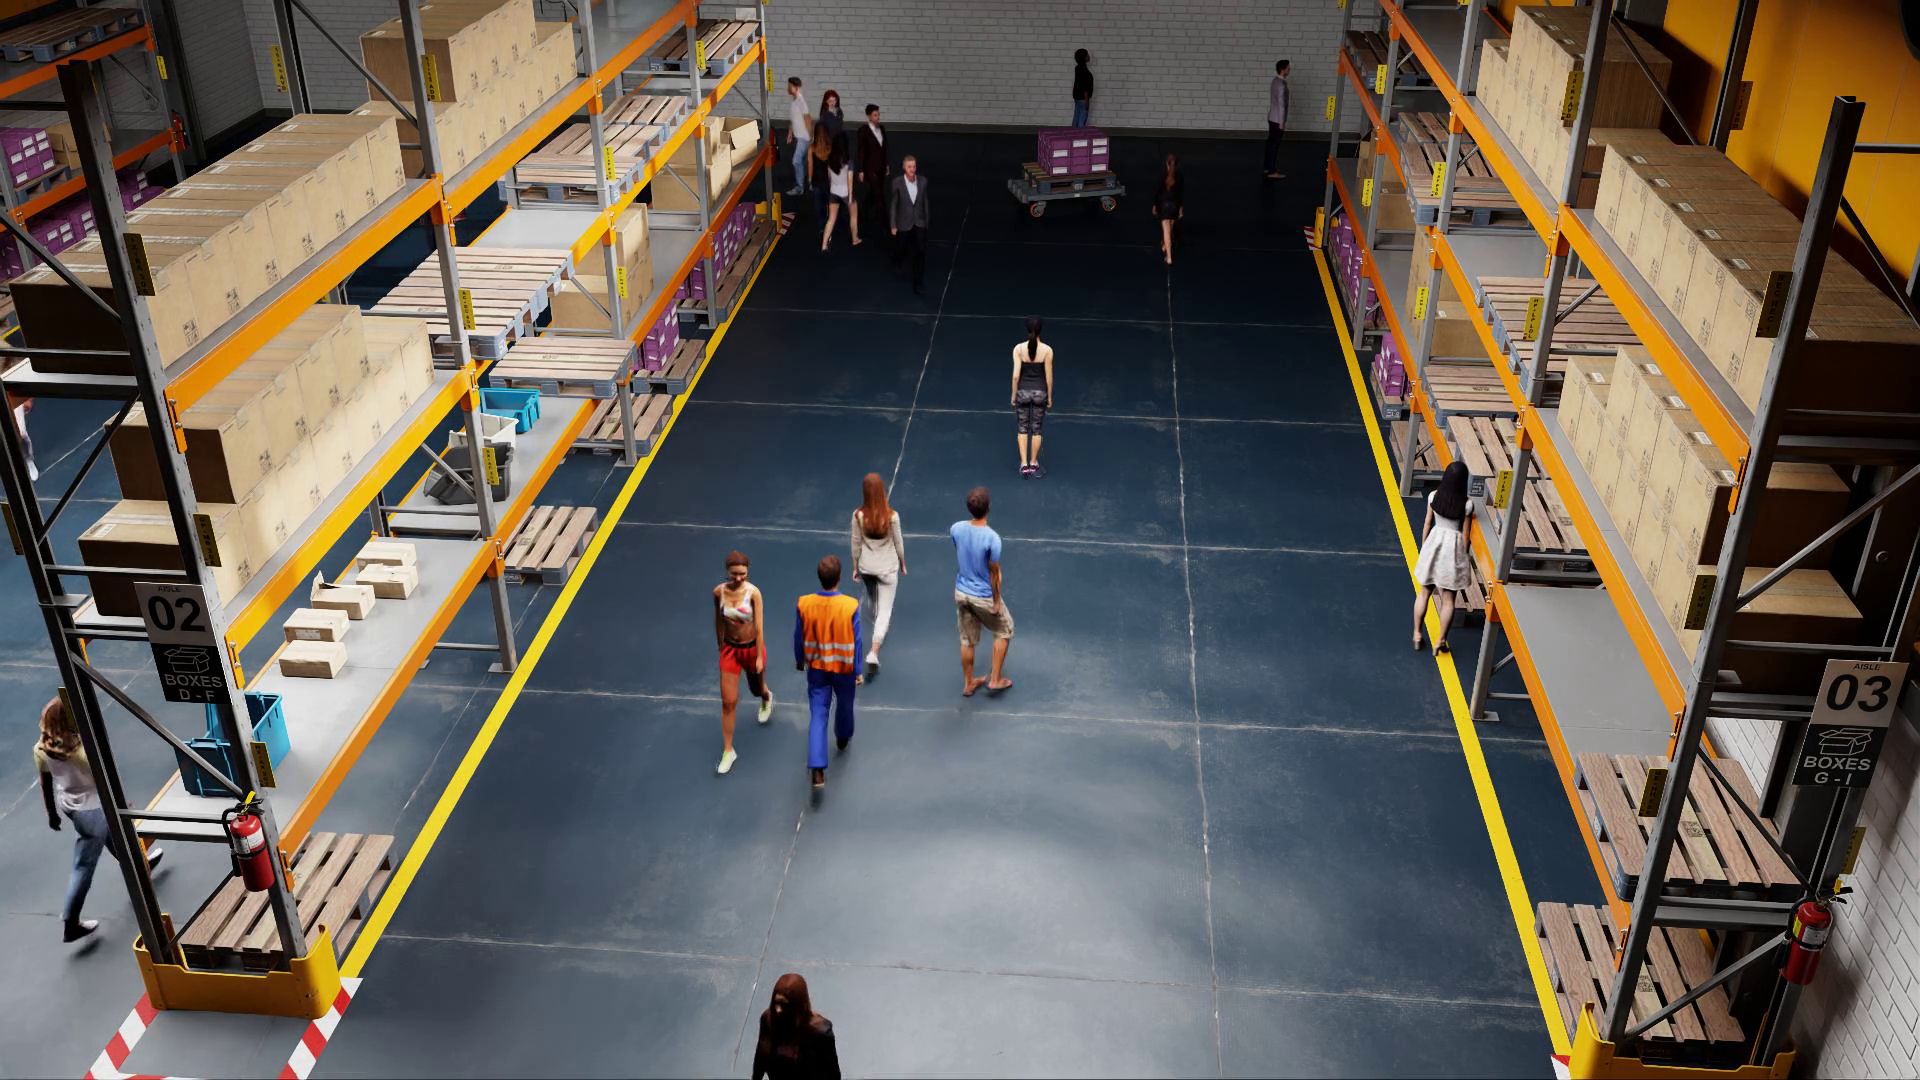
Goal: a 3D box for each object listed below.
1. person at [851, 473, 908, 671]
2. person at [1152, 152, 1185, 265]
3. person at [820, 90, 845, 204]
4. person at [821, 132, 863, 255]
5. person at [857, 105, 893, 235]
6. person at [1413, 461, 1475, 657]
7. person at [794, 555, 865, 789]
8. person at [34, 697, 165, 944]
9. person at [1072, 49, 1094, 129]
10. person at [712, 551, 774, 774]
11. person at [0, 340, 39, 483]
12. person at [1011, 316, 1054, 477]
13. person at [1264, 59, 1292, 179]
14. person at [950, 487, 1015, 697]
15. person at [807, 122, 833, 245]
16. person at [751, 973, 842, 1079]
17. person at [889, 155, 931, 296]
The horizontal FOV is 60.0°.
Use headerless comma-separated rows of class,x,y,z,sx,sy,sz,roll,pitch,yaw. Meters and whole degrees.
person,-0.700,0.286,13.944,0.727,1.685,1.088,8,30,15
person,2.903,-4.567,23.019,0.681,1.516,1.099,-2,29,-4
person,-1.995,-5.977,25.353,0.826,1.755,0.768,25,37,38
person,-1.724,-4.821,23.328,0.880,1.665,1.205,13,31,22
person,-1.295,-5.433,24.263,1.183,1.843,1.209,22,36,35
person,4.106,0.152,14.103,0.776,1.769,0.800,19,34,30
person,-0.991,1.014,12.462,0.680,1.826,1.211,2,29,4
person,-5.854,1.882,11.034,0.811,1.670,1.258,8,30,15
person,2.045,-7.425,28.063,0.710,1.701,0.600,-9,30,-17
person,-1.637,0.843,12.845,0.646,1.759,1.155,6,29,10
person,-9.773,-1.435,16.969,0.840,1.810,0.812,-10,30,-18
person,0.729,-1.457,17.100,0.568,1.723,0.750,2,29,4
person,5.099,-6.794,26.750,0.758,1.852,0.556,-1,29,-2
person,0.098,0.466,13.442,0.777,1.852,0.811,17,33,28
person,-1.943,-5.058,23.741,0.651,1.686,1.116,-1,29,-2
person,-0.809,2.962,9.055,0.937,1.669,1.200,15,32,25
person,-0.678,-4.210,22.057,1.008,1.810,1.220,-9,30,-17
